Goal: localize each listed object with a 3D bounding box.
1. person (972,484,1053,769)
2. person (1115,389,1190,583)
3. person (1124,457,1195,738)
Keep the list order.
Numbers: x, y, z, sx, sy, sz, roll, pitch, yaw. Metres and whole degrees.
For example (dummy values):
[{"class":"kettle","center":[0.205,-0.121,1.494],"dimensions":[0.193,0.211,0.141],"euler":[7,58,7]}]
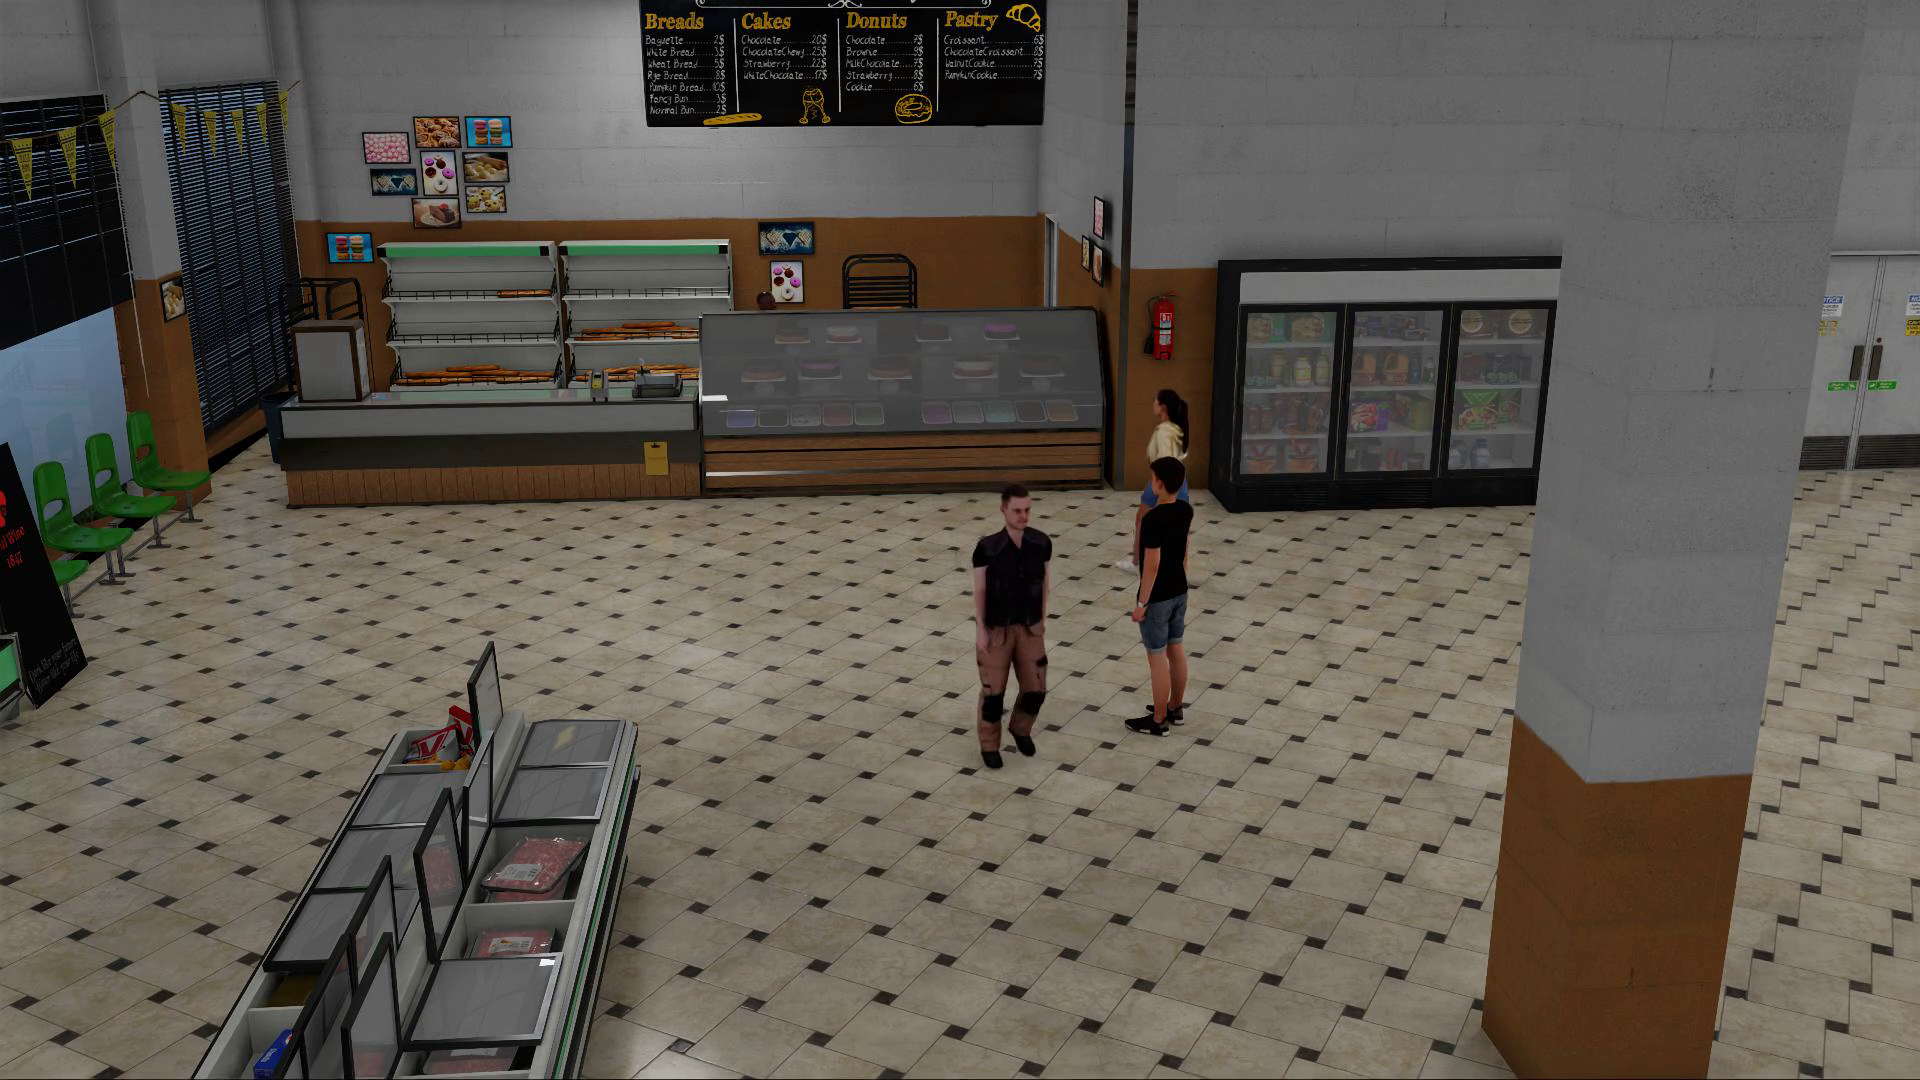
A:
[{"class":"person","center":[0.276,0.504,10.308],"dimensions":[0.716,1.820,0.701],"euler":[-4,17,-11]},{"class":"person","center":[1.787,-0.421,13.722],"dimensions":[0.988,1.606,0.959],"euler":[11,20,31]},{"class":"person","center":[1.325,0.356,10.753],"dimensions":[0.800,1.846,0.732],"euler":[13,21,37]}]
